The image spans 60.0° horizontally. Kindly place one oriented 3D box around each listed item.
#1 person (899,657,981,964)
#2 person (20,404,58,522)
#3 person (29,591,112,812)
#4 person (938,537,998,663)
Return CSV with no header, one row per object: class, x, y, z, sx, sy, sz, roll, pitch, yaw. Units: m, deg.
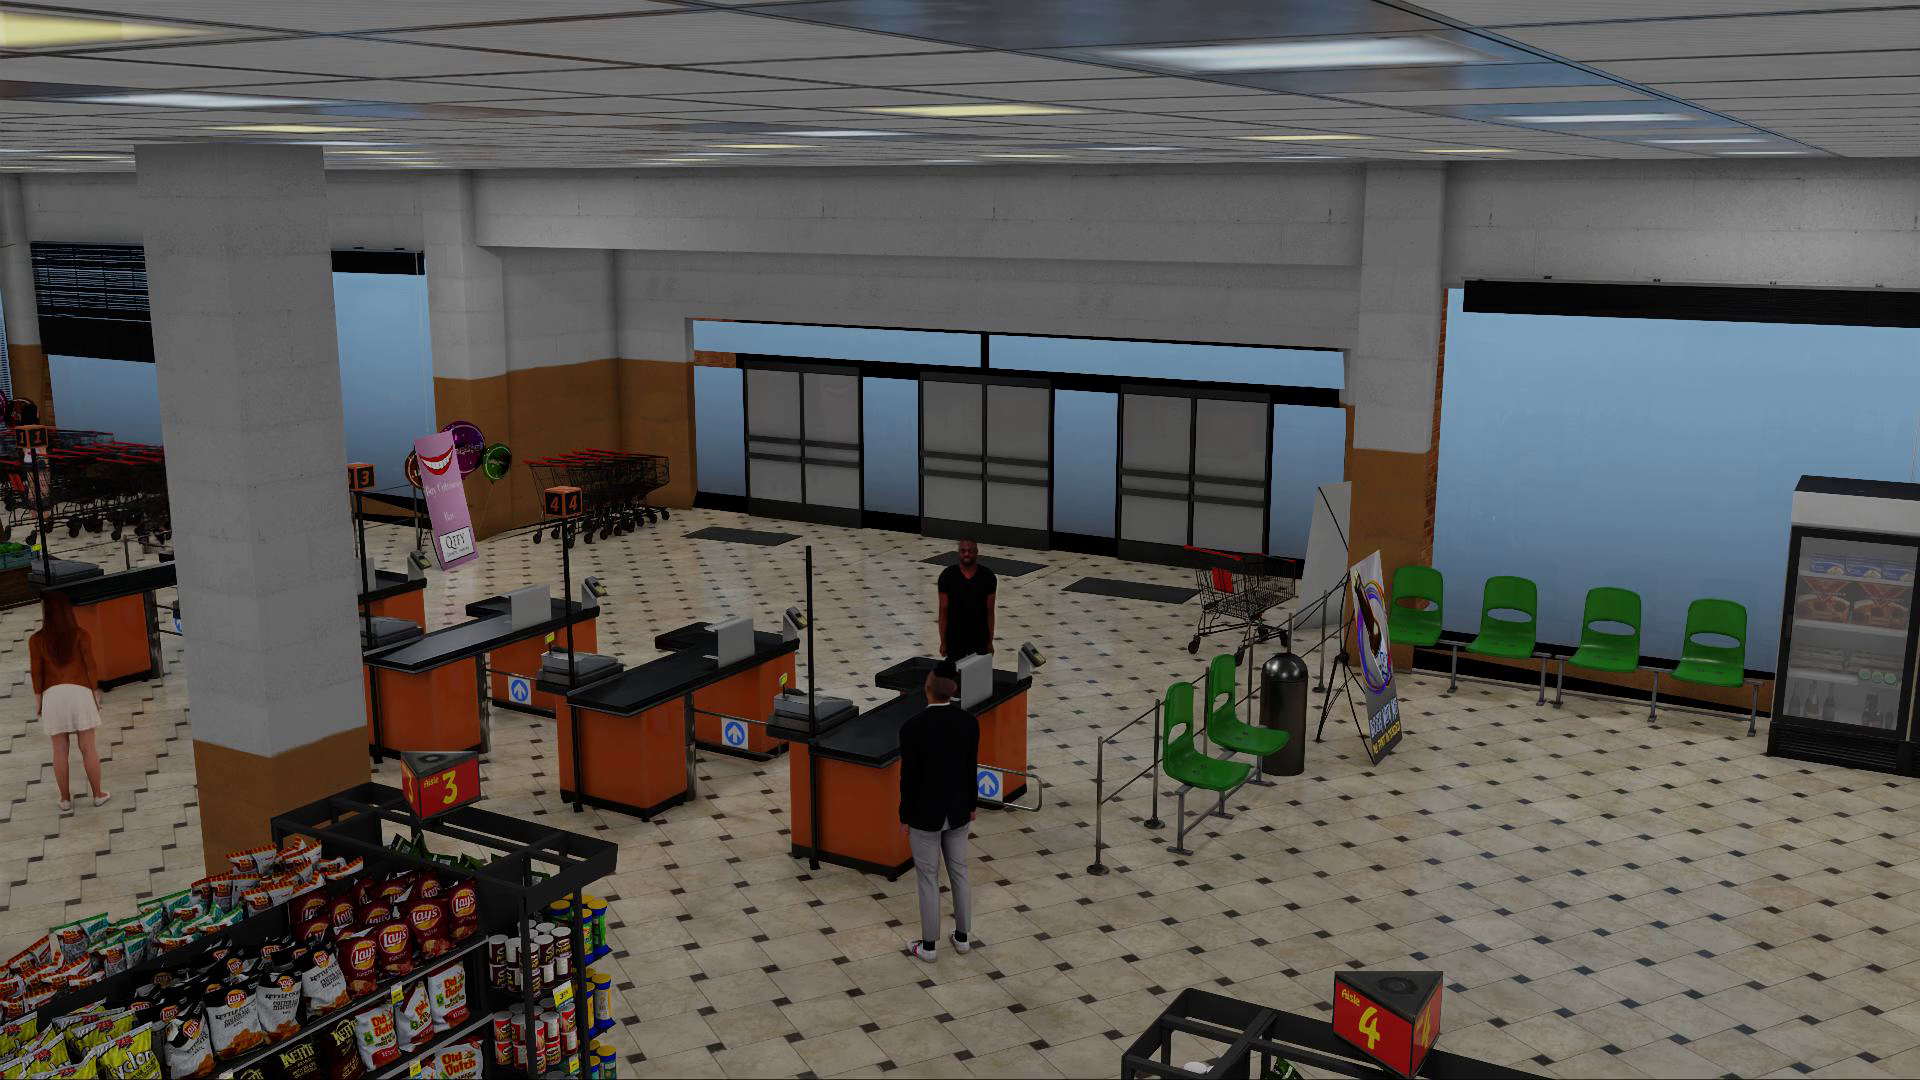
person,-0.119,1.658,10.345,0.744,1.950,0.857,-6,13,-26
person,-13.459,-1.139,24.221,0.615,1.706,0.551,5,13,24
person,-6.914,1.241,12.888,0.695,1.717,0.770,-4,13,-20
person,0.059,0.862,14.440,0.752,1.820,0.768,-1,12,-5
